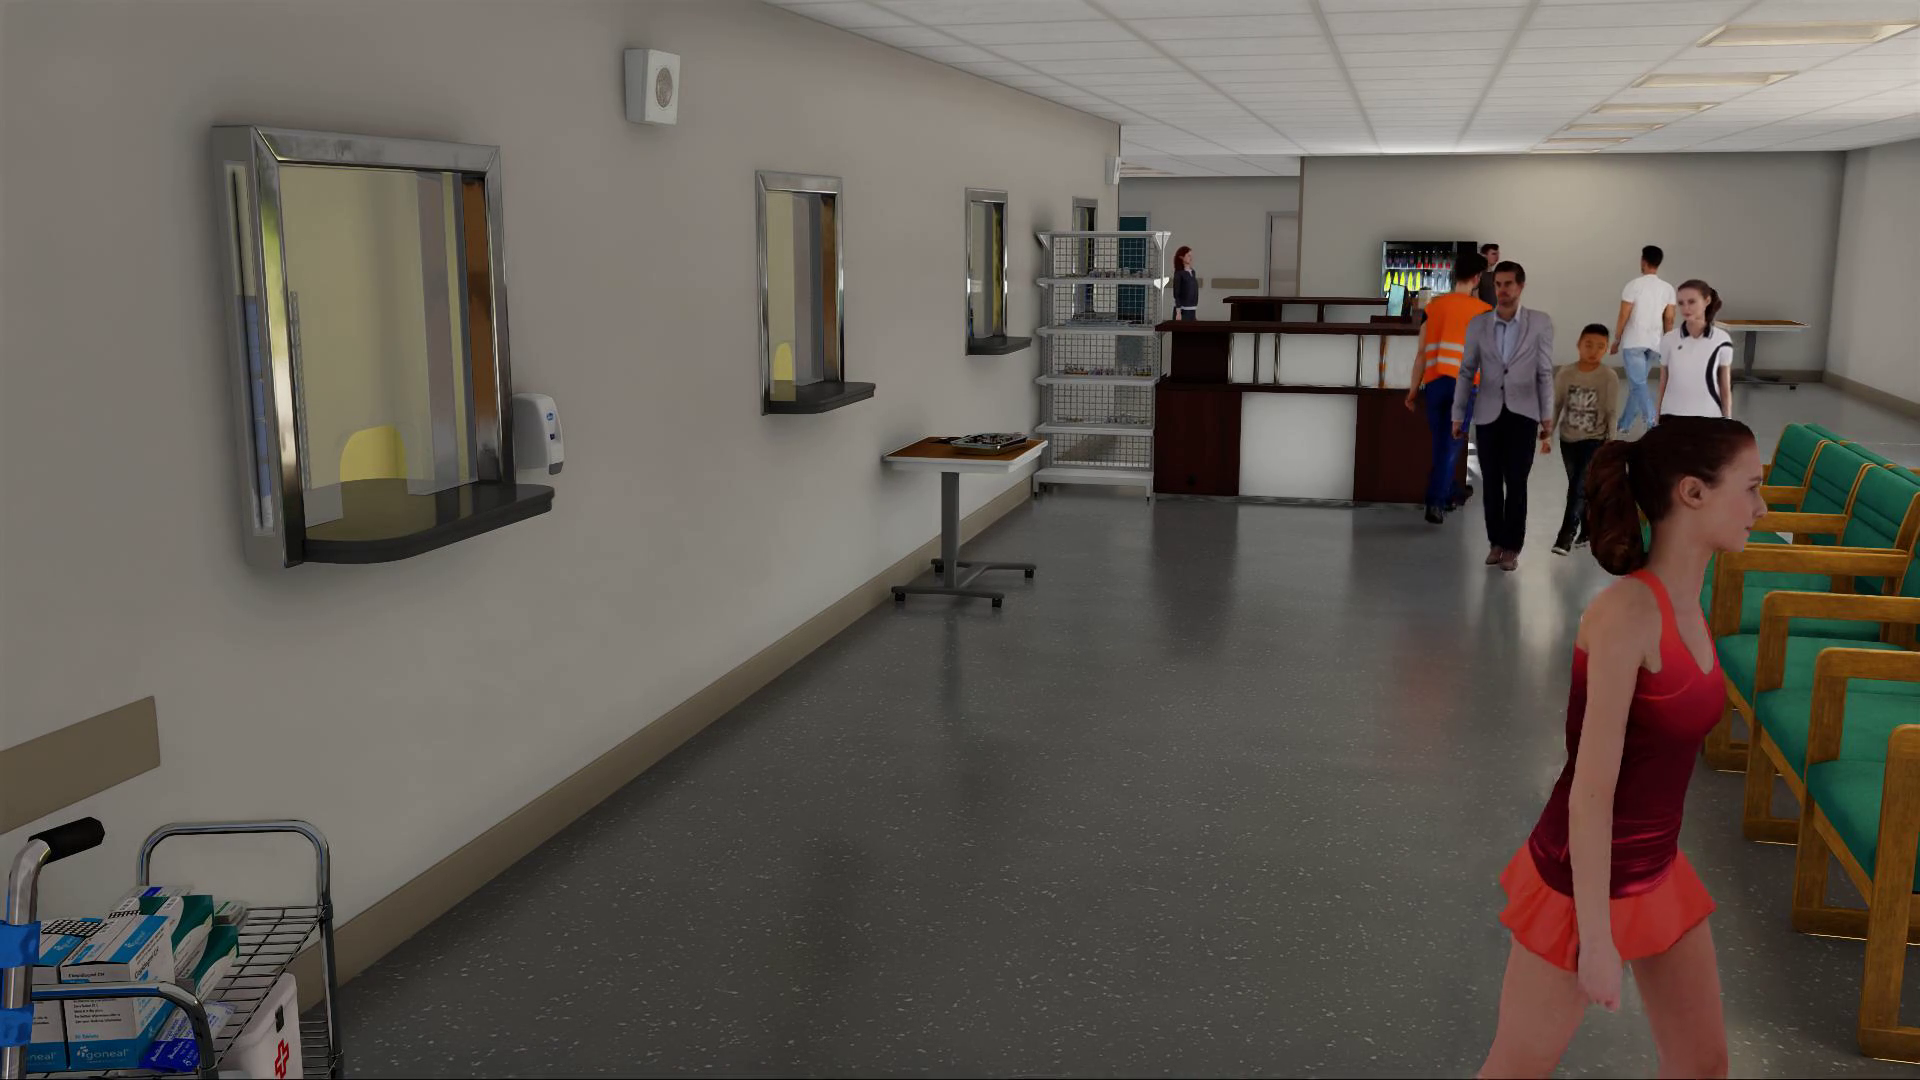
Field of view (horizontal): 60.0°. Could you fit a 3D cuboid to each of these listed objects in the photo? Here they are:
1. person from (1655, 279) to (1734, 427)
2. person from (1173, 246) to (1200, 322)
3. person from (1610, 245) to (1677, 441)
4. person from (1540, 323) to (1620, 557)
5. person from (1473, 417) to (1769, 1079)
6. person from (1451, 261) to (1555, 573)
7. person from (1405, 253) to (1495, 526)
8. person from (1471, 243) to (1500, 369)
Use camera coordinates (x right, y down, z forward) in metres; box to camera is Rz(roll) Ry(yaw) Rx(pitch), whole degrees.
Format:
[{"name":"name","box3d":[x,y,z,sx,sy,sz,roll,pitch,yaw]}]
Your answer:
[{"name":"person","box3d":[4.320,-0.646,9.818,1.080,1.713,0.774,4,12,21]},{"name":"person","box3d":[2.952,-2.963,21.852,0.638,1.780,0.656,9,14,39]},{"name":"person","box3d":[6.482,-1.816,15.702,1.226,1.818,1.120,-3,11,-14]},{"name":"person","box3d":[3.923,-0.613,10.413,0.995,1.428,0.884,8,14,37]},{"name":"person","box3d":[1.129,0.640,3.027,0.845,1.719,0.960,-9,14,-41]},{"name":"person","box3d":[3.331,-0.752,10.064,0.805,1.830,0.885,7,13,31]},{"name":"person","box3d":[3.319,-1.002,11.361,1.244,1.837,1.045,6,12,29]},{"name":"person","box3d":[5.855,-2.395,18.675,0.720,1.847,0.777,-6,12,-30]}]
